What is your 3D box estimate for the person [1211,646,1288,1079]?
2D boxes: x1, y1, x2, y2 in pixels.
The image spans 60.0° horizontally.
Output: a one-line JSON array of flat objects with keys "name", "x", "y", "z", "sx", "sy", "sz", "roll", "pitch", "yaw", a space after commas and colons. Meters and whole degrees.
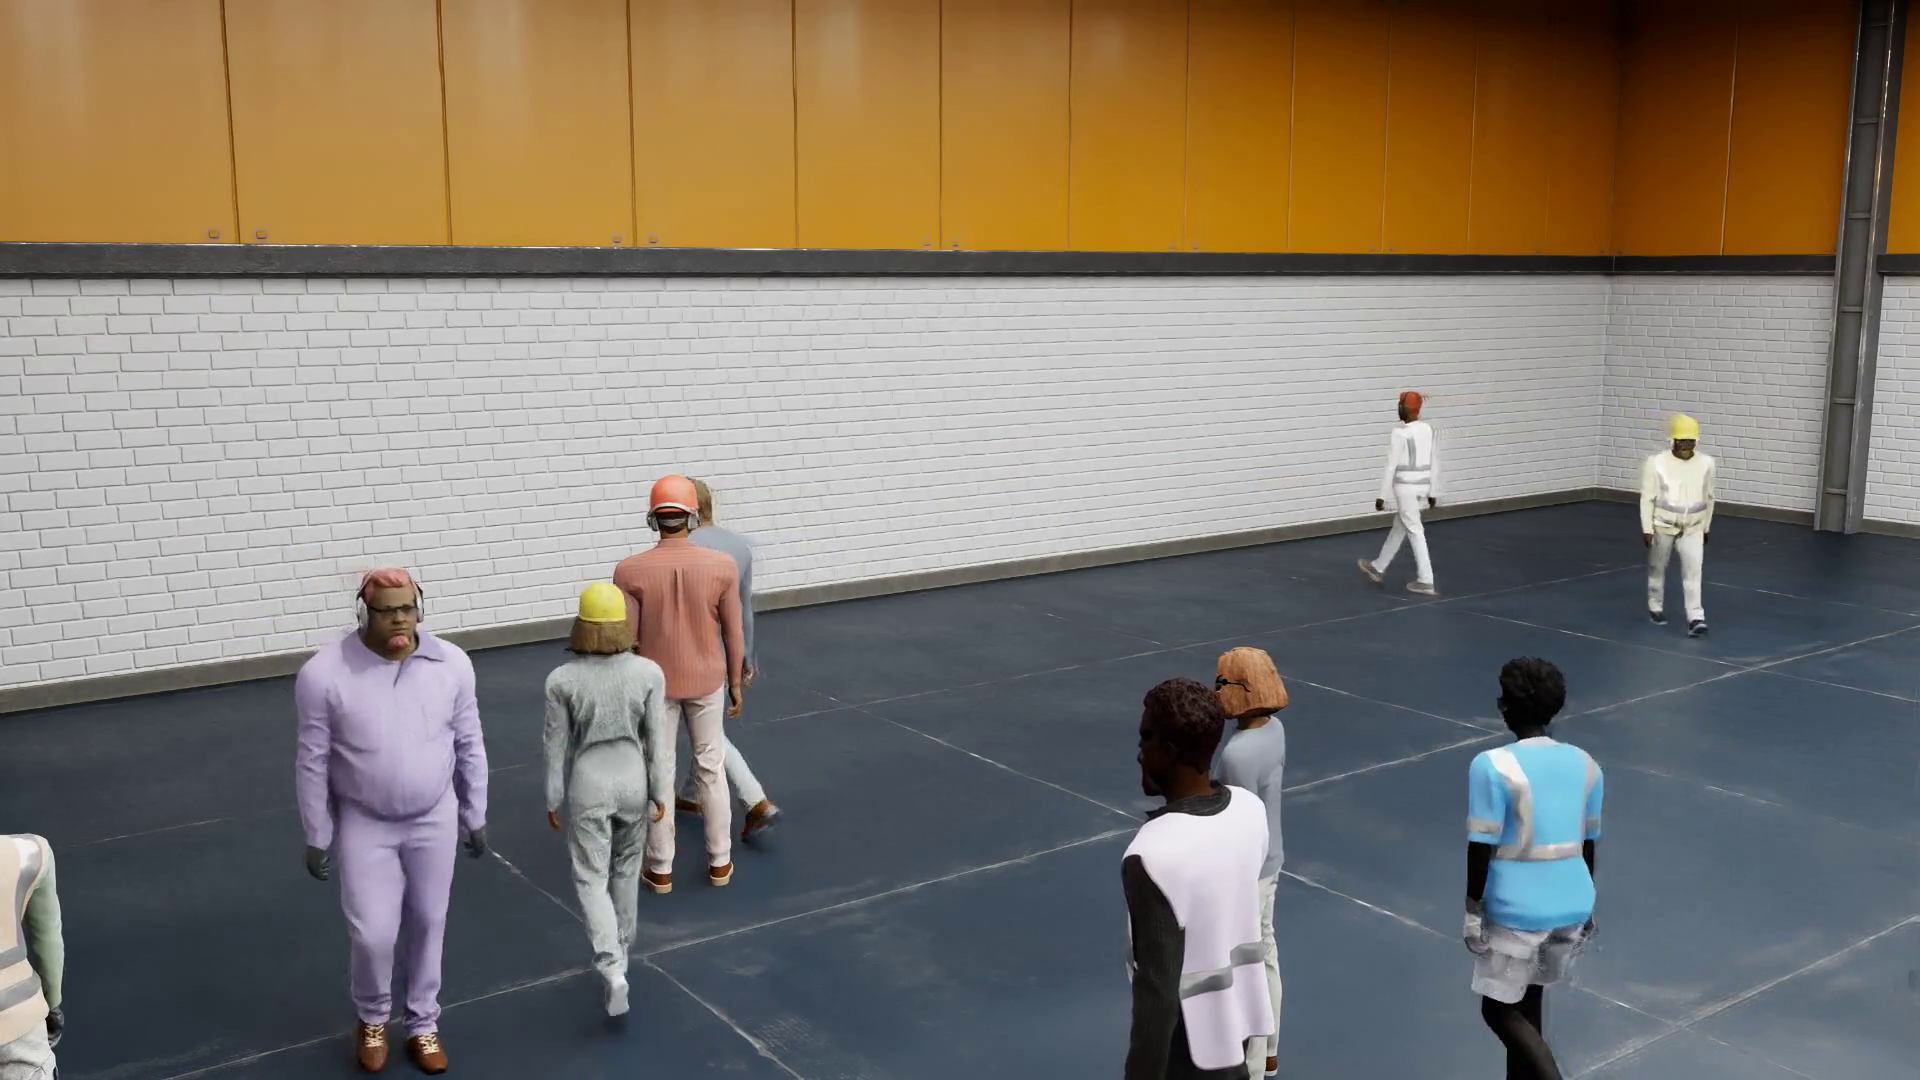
[{"name": "person", "x": 1.013, "y": 1.185, "z": 5.930, "sx": 0.270, "sy": 1.632, "sz": 0.508, "roll": 4, "pitch": 10, "yaw": 25}]

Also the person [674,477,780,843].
[{"name": "person", "x": -1.280, "y": 0.615, "z": 8.663, "sx": 0.923, "sy": 1.902, "sz": 0.618, "roll": 6, "pitch": 11, "yaw": 31}]

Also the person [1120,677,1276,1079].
[{"name": "person", "x": 0.604, "y": 1.304, "z": 4.322, "sx": 0.394, "sy": 1.919, "sz": 0.590, "roll": 6, "pitch": 11, "yaw": 35}]

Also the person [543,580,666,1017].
[{"name": "person", "x": -1.410, "y": 1.020, "z": 6.699, "sx": 0.492, "sy": 1.719, "sz": 0.774, "roll": -4, "pitch": 10, "yaw": -23}]

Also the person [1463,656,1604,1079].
[{"name": "person", "x": 1.954, "y": 1.241, "z": 5.467, "sx": 0.562, "sy": 1.666, "sz": 0.651, "roll": -4, "pitch": 10, "yaw": -25}]

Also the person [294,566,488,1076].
[{"name": "person", "x": -2.040, "y": 1.030, "z": 6.067, "sx": 0.669, "sy": 1.894, "sz": 0.432, "roll": -6, "pitch": 11, "yaw": -35}]

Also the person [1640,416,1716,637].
[{"name": "person", "x": 5.853, "y": -0.119, "z": 13.544, "sx": 0.606, "sy": 1.769, "sz": 0.941, "roll": 1, "pitch": 9, "yaw": 7}]

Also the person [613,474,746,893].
[{"name": "person", "x": -1.337, "y": 0.681, "z": 7.932, "sx": 0.622, "sy": 1.990, "sz": 0.395, "roll": -3, "pitch": 10, "yaw": -17}]

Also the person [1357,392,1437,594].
[{"name": "person", "x": 4.063, "y": -0.451, "z": 15.390, "sx": 0.606, "sy": 1.832, "sz": 0.951, "roll": -8, "pitch": 12, "yaw": -39}]

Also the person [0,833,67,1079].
[{"name": "person", "x": -2.756, "y": 1.387, "z": 4.651, "sx": 0.308, "sy": 1.645, "sz": 0.514, "roll": 7, "pitch": 12, "yaw": 37}]
